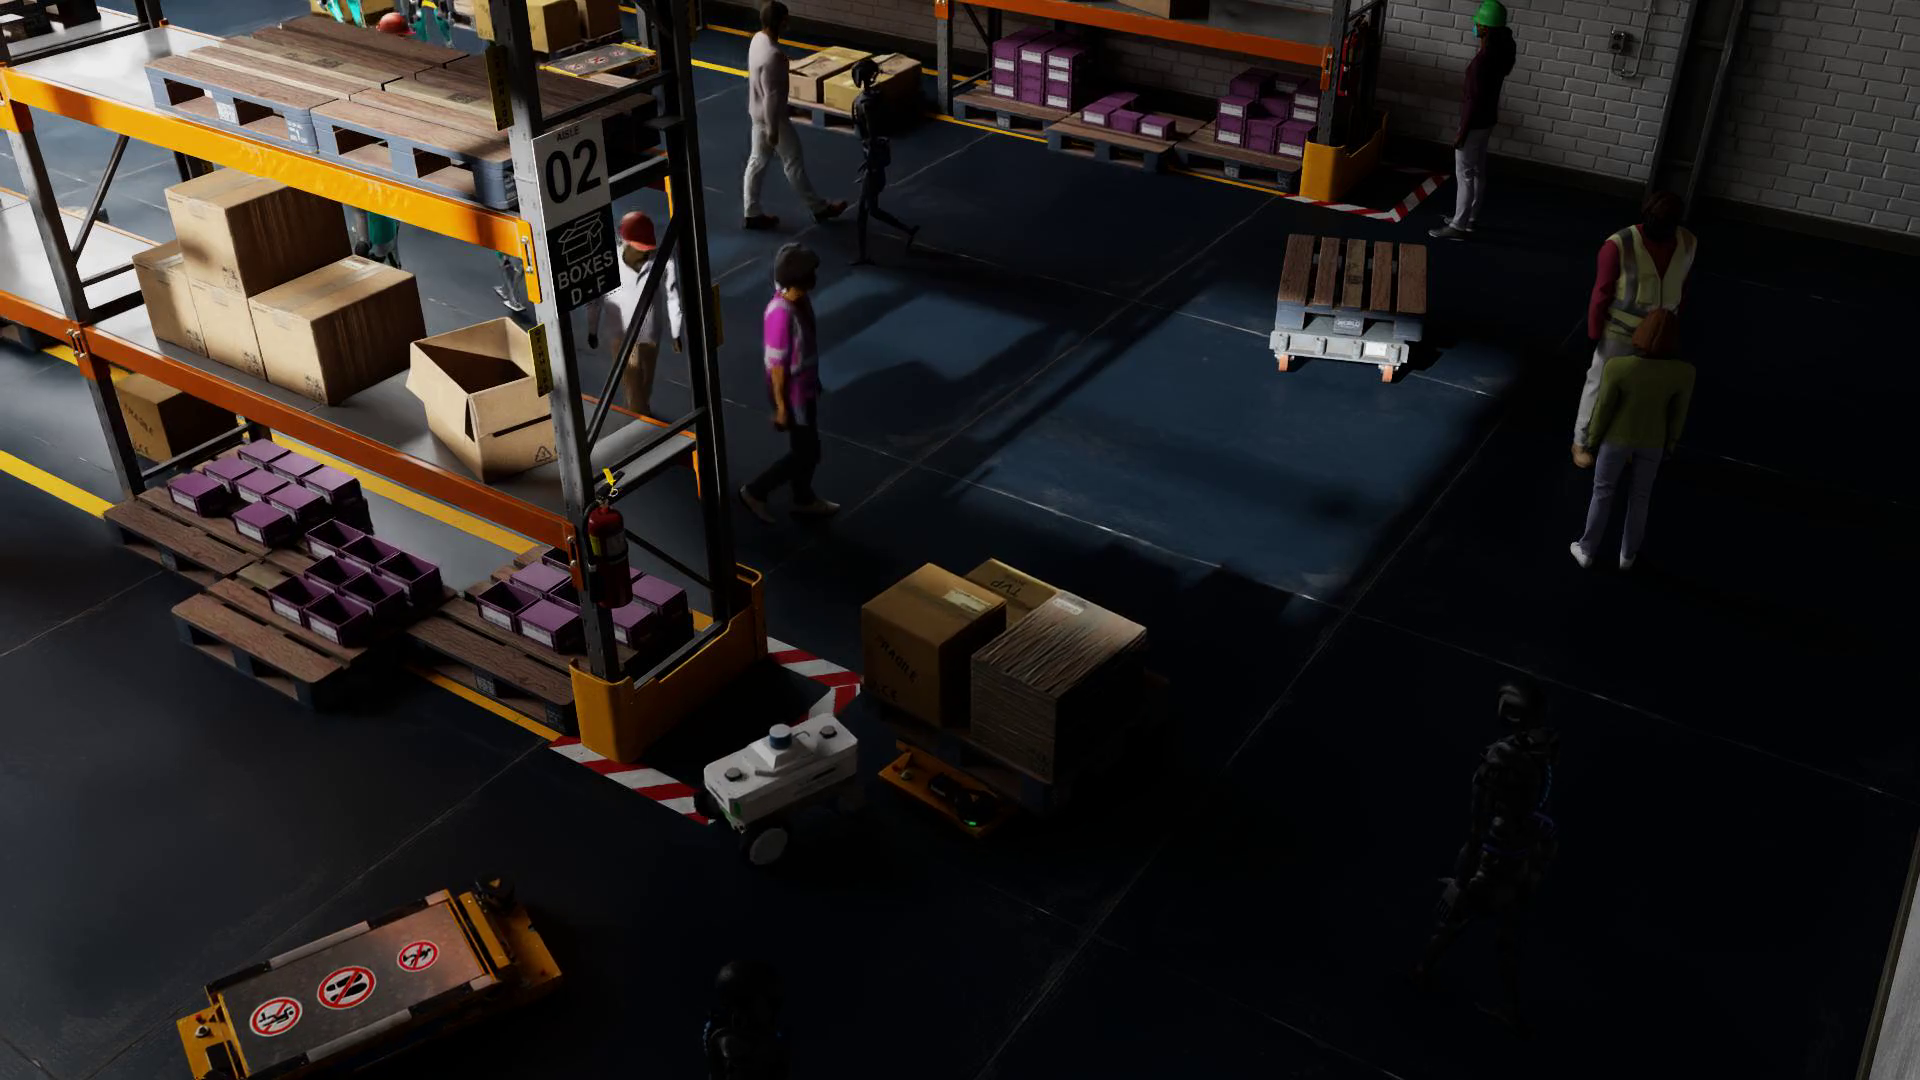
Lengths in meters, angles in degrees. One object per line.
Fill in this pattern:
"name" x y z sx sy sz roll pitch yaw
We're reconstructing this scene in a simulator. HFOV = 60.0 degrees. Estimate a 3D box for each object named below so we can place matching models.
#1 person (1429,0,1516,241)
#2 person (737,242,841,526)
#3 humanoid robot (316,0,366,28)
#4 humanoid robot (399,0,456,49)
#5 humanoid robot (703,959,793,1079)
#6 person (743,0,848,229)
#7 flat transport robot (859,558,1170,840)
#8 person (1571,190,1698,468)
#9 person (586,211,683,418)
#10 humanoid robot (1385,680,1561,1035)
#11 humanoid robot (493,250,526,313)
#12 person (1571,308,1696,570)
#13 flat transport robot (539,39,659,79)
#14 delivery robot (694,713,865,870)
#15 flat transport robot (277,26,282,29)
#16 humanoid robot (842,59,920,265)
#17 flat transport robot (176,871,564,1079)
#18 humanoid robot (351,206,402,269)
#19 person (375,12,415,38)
"person" 4.222 -3.403 13.563 0.419 1.951 0.489 23 39 31
"person" -1.025 -0.894 9.817 0.502 1.833 0.523 1 33 2
"humanoid robot" -6.327 -5.552 17.117 0.532 1.864 0.684 -20 38 -28
"humanoid robot" -5.344 -5.330 16.705 0.545 1.772 0.691 -9 34 -14
"humanoid robot" -0.648 1.968 5.580 0.727 1.627 0.592 3 33 4
"person" -1.444 -3.511 13.780 0.941 1.893 0.647 -11 35 -16
"flat transport robot" 0.303 0.946 8.419 0.659 0.231 1.431 25 40 33
"person" 4.242 -1.313 10.450 0.634 1.840 0.429 -5 33 -7
"person" -2.086 -1.374 10.692 0.589 1.677 0.924 -16 36 -22
"humanoid robot" 2.137 1.255 6.671 0.608 1.630 0.638 -24 40 -32
"humanoid robot" -3.443 -2.452 12.305 0.537 1.767 0.834 -26 41 -34
"person" 3.830 -0.559 9.479 0.506 1.632 0.279 5 33 7
"flat transport robot" -3.752 -4.960 17.496 0.659 0.231 1.431 24 40 32
"delivery robot" -0.838 1.131 7.867 0.785 0.587 0.499 -22 39 -30
"flat transport robot" -6.217 -3.963 15.964 1.431 0.231 0.659 7 34 10
"humanoid robot" -0.648 -2.987 13.199 0.652 1.634 0.614 -3 33 -4
"flat transport robot" -2.460 1.904 6.947 1.431 0.231 0.659 -20 38 -27
"humanoid robot" -4.123 -1.830 11.375 1.062 1.742 0.550 4 33 6
"person" -4.586 -3.580 14.035 0.735 1.723 0.585 -5 33 -7
